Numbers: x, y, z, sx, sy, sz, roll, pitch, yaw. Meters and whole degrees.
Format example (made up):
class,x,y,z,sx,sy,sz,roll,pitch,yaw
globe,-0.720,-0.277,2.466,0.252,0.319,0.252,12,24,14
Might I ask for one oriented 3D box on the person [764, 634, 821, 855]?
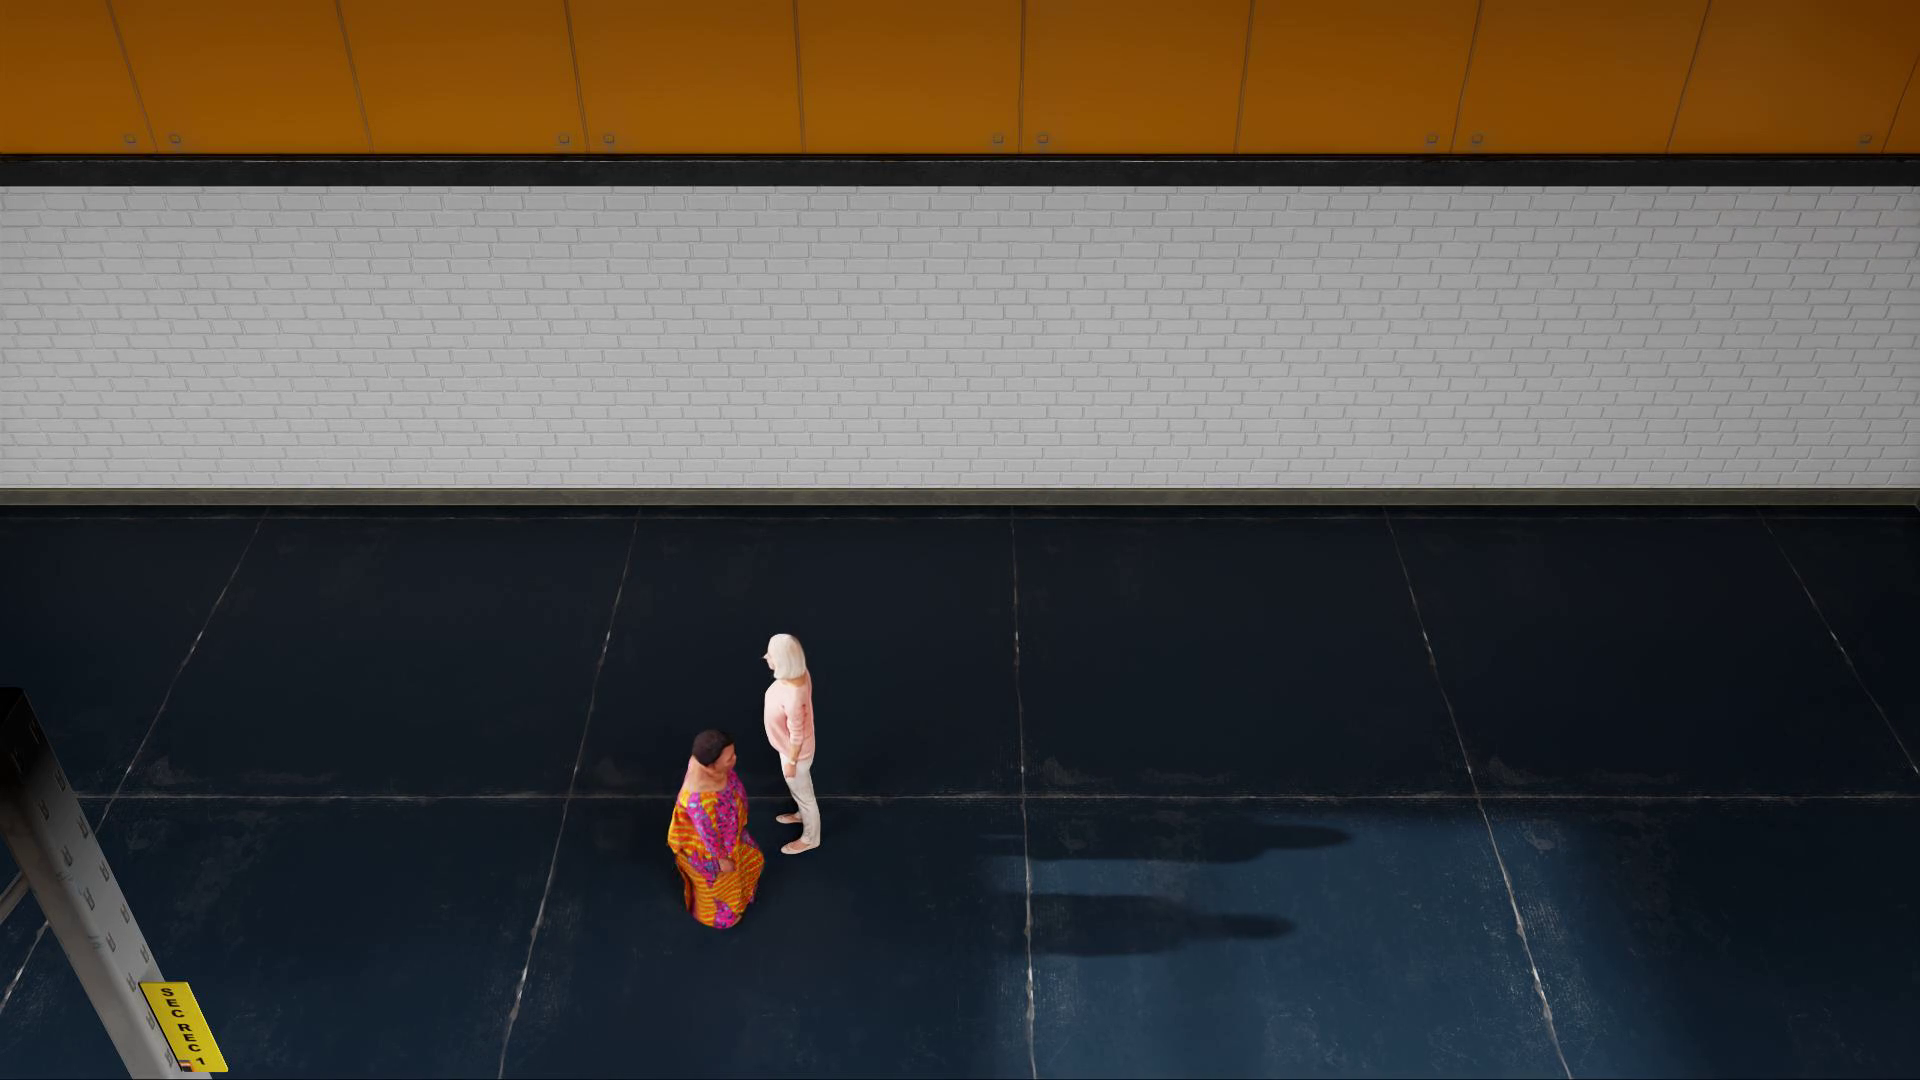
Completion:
class,x,y,z,sx,sy,sz,roll,pitch,yaw
person,-1.011,1.228,10.164,0.698,1.725,0.523,-7,39,-8

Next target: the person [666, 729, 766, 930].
class,x,y,z,sx,sy,sz,roll,pitch,yaw
person,-1.497,1.688,9.647,0.786,1.652,0.707,5,39,6
